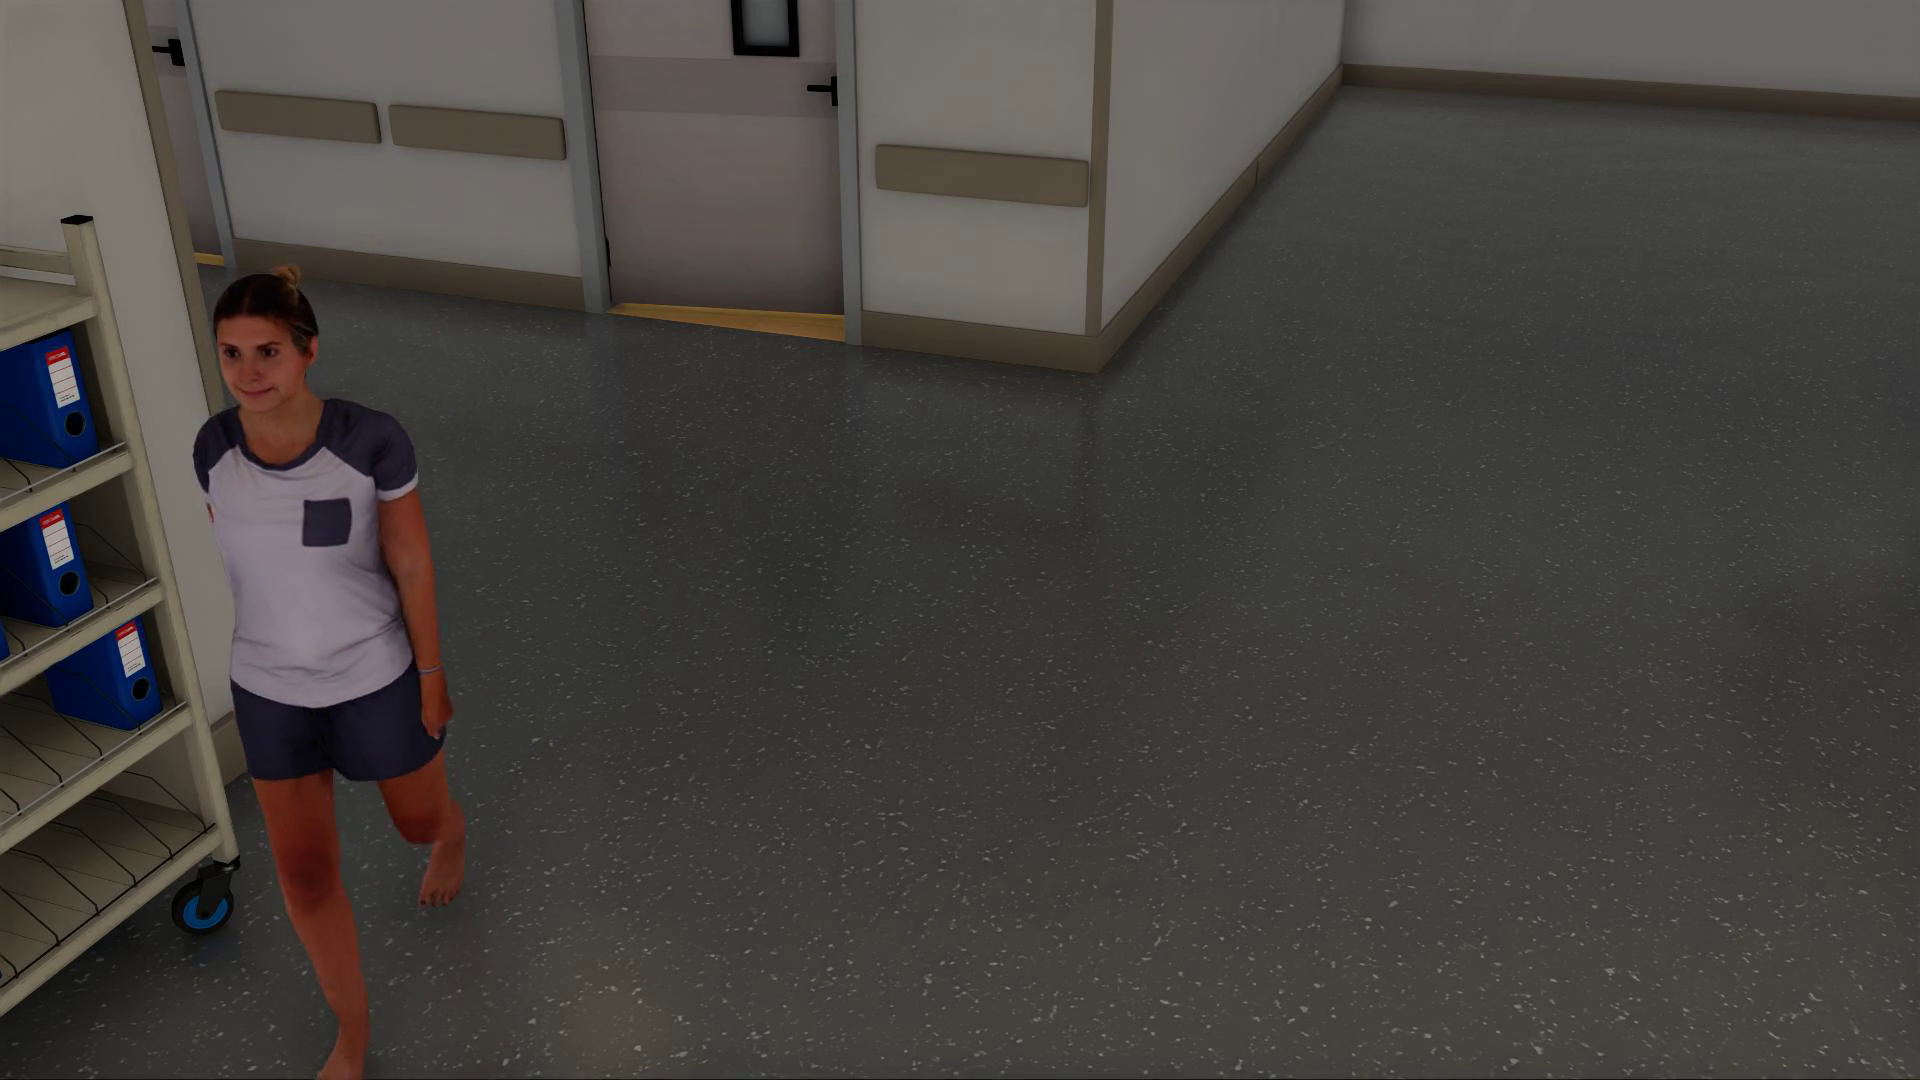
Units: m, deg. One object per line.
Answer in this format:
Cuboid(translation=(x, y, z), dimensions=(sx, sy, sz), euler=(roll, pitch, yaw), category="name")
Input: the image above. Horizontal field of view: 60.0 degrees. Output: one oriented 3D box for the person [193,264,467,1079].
Cuboid(translation=(-1.203, 0.250, 3.275), dimensions=(0.816, 1.592, 1.058), euler=(-2, 26, -4), category="person")
